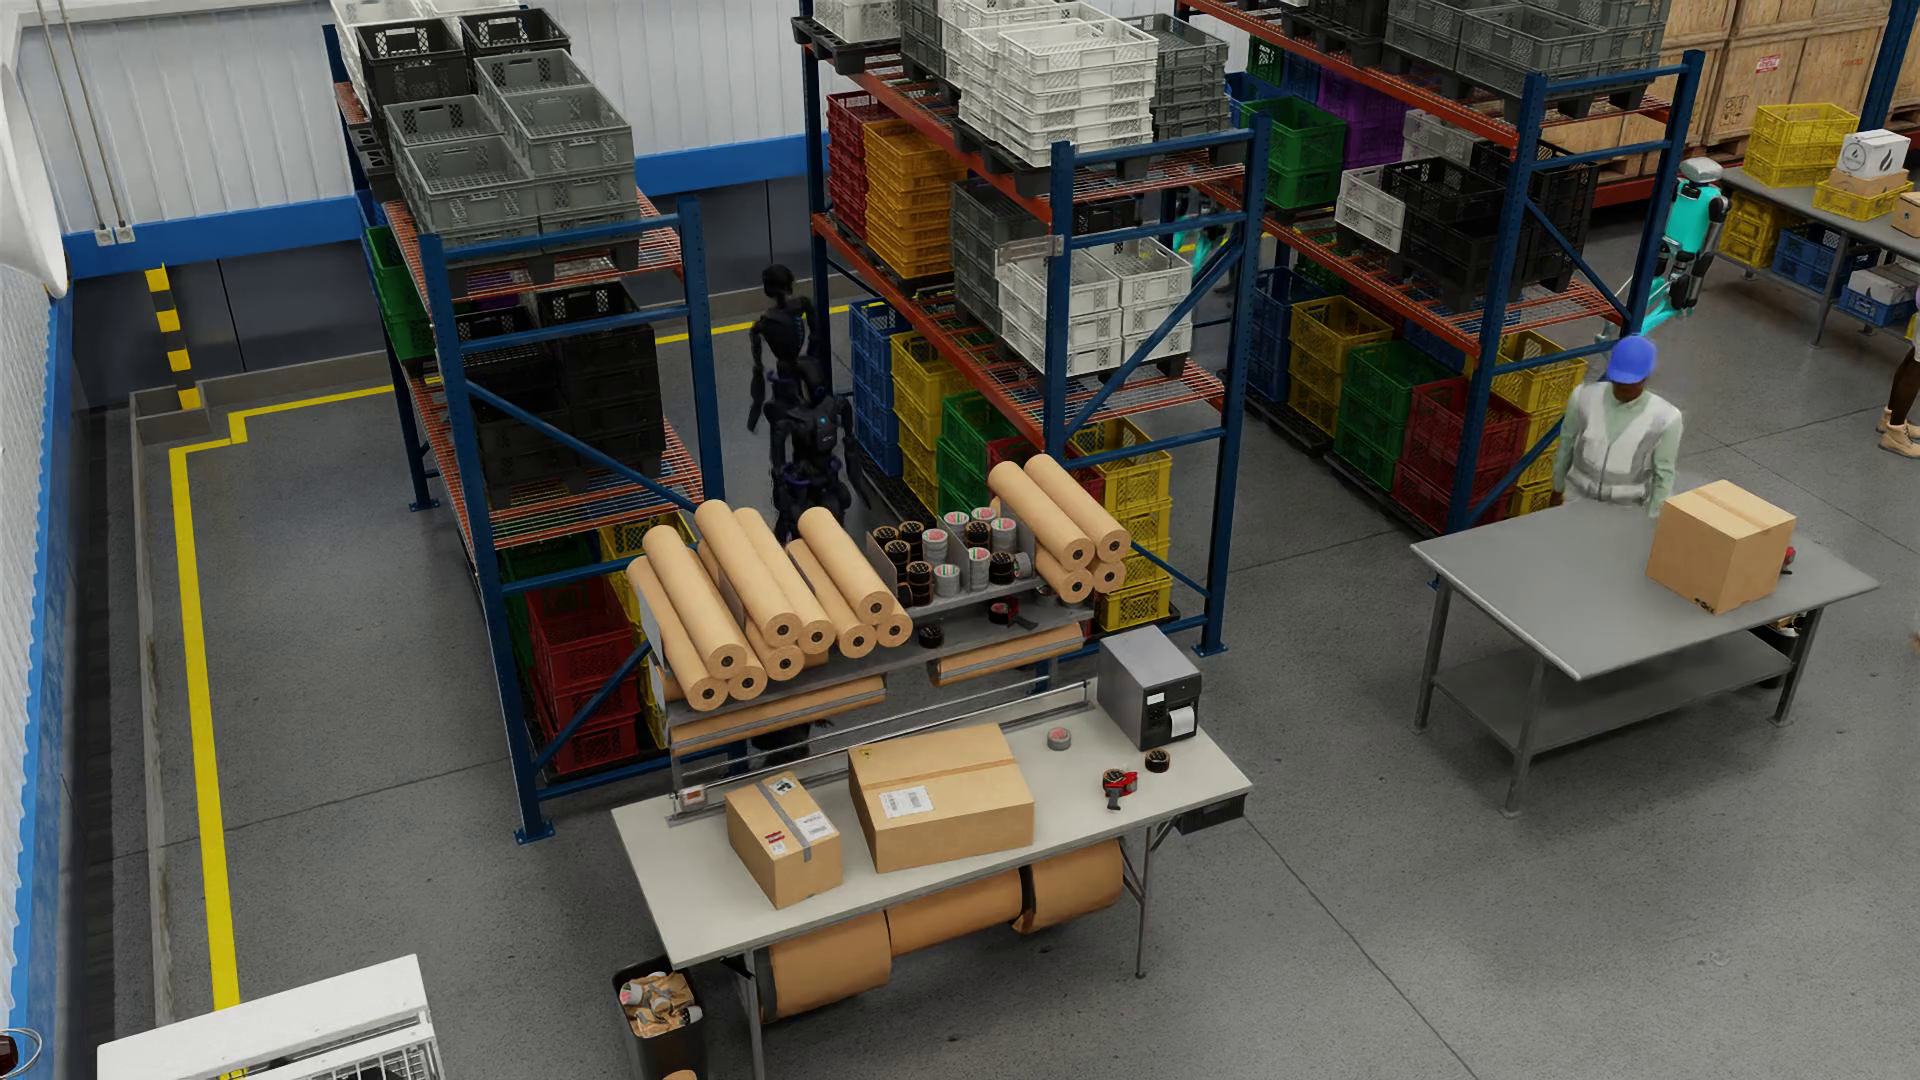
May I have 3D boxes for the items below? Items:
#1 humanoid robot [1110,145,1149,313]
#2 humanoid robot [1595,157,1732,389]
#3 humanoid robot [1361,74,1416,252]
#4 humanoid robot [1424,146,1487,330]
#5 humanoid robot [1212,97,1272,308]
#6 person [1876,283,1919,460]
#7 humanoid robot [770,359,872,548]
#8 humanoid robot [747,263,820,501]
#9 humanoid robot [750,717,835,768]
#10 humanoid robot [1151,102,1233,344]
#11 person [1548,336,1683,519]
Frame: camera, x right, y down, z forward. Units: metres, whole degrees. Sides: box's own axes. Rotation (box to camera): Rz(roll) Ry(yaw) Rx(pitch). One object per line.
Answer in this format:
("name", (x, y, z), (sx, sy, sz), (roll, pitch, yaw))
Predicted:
("humanoid robot", (0.989, -2.485, 12.638), (0.995, 1.767, 0.558), (-7, 32, -11))
("humanoid robot", (4.670, -1.726, 11.281), (0.732, 1.693, 0.532), (-10, 33, -16))
("humanoid robot", (3.578, -3.203, 13.829), (0.608, 1.662, 0.332), (-20, 37, -29))
("humanoid robot", (3.509, -1.981, 11.877), (0.538, 1.883, 0.726), (-19, 36, -27))
("humanoid robot", (2.248, -2.587, 12.823), (0.355, 1.656, 0.602), (-5, 32, -8))
("person", (6.373, -1.519, 10.748), (0.367, 2.044, 0.607), (14, 34, 21))
("humanoid robot", (-0.818, -0.285, 9.109), (0.605, 1.634, 0.633), (-24, 39, -34))
("humanoid robot", (-0.980, -0.901, 10.096), (0.554, 1.640, 0.588), (21, 37, 30))
("humanoid robot", (-0.793, 0.846, 7.253), (0.448, 1.647, 0.585), (3, 32, 4))
("humanoid robot", (1.649, -2.246, 12.308), (0.548, 1.862, 0.777), (19, 36, 28))
("person", (3.329, -0.158, 8.661), (0.628, 1.899, 0.964), (20, 37, 29))
